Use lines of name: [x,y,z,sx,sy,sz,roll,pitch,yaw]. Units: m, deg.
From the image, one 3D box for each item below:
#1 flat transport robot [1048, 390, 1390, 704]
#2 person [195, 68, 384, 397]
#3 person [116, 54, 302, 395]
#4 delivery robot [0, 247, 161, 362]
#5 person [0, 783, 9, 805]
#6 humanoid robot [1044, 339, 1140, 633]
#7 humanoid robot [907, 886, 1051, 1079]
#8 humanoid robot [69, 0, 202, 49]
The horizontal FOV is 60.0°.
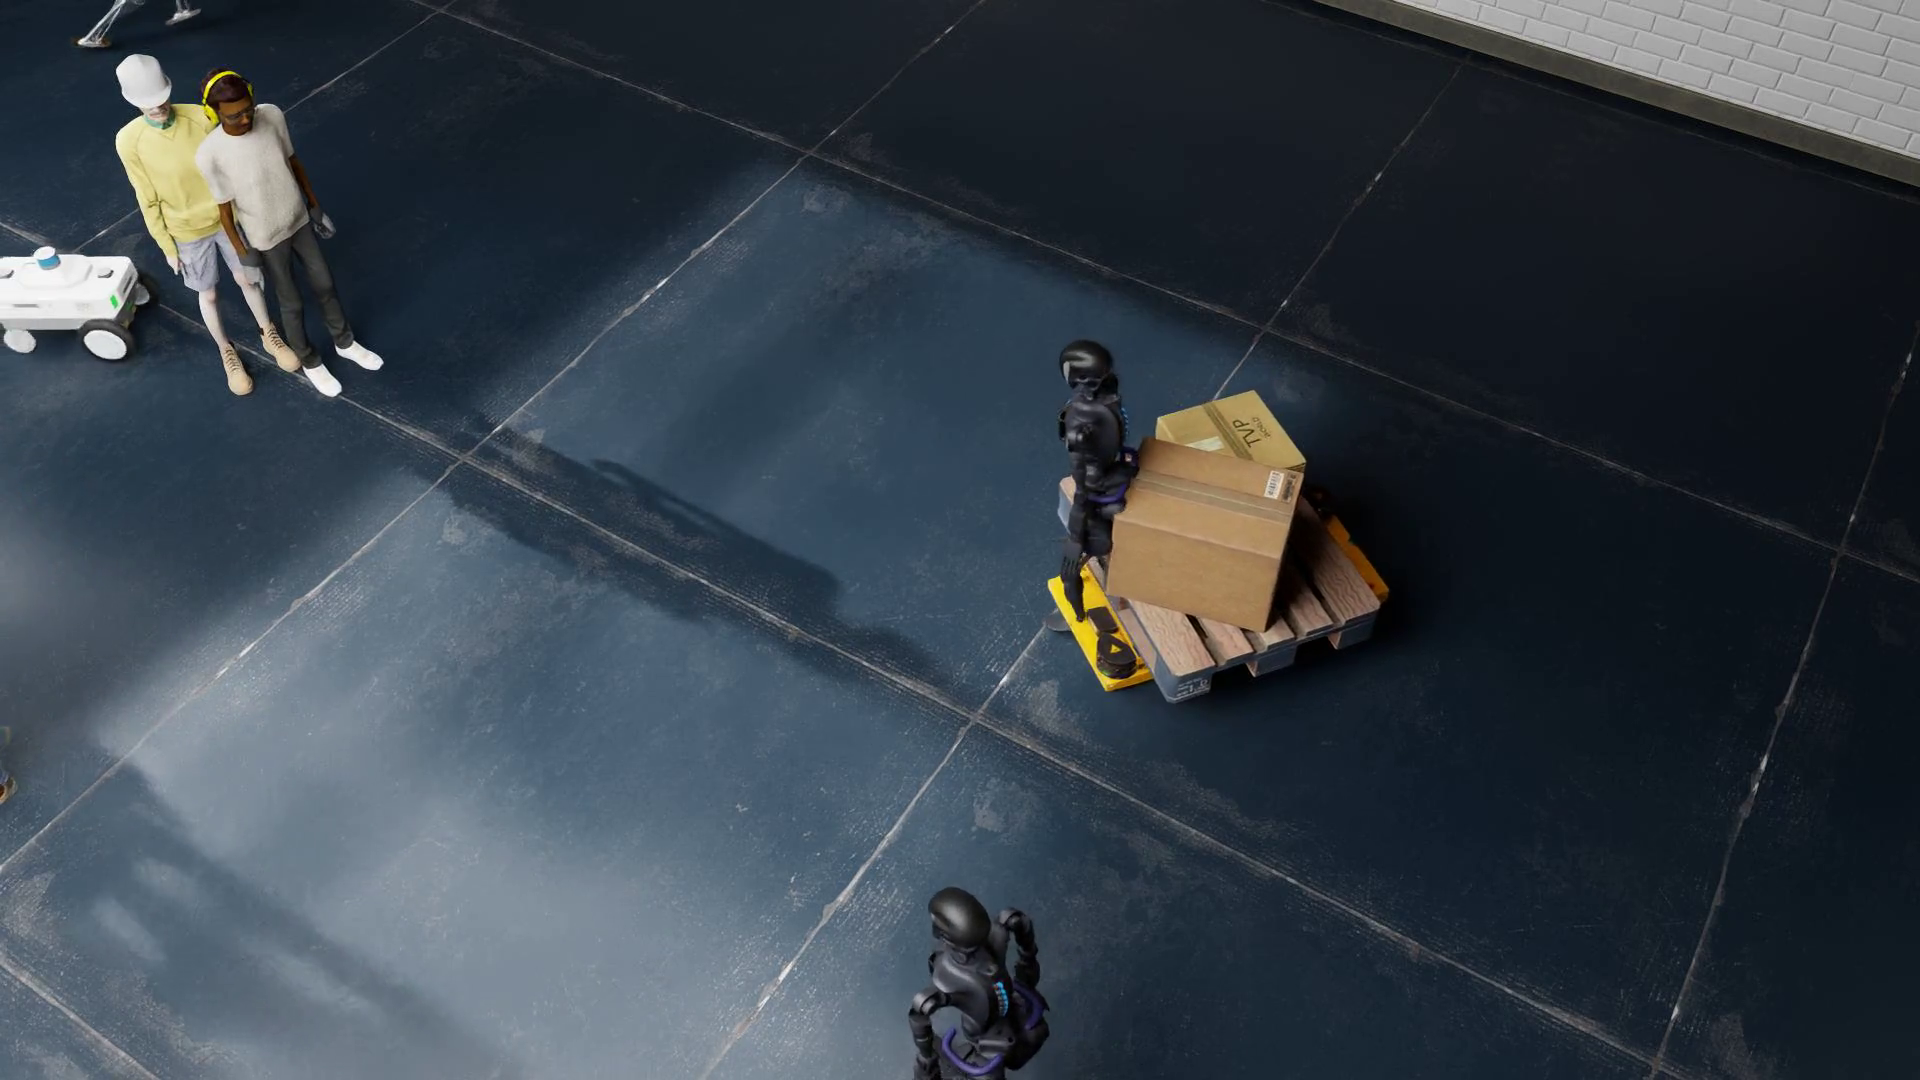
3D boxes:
flat transport robot: [1.189,0.203,7.638,1.431,0.231,0.659,-17,51,-14]
person: [-3.272,-1.478,8.057,0.354,1.856,0.520,26,54,21]
person: [-3.675,-1.533,8.081,0.486,1.888,0.398,-33,56,-25]
delivery robot: [-4.665,-1.270,8.748,0.812,0.614,0.499,0,49,0]
person: [-4.220,0.577,6.176,0.650,1.973,0.638,30,55,24]
humanoid robot: [0.585,-0.171,7.032,0.411,1.632,0.608,15,50,12]
humanoid robot: [0.066,1.630,5.479,0.722,1.622,0.590,34,57,26]
humanoid robot: [-5.208,-3.797,10.184,1.037,1.753,0.548,-15,51,-13]
